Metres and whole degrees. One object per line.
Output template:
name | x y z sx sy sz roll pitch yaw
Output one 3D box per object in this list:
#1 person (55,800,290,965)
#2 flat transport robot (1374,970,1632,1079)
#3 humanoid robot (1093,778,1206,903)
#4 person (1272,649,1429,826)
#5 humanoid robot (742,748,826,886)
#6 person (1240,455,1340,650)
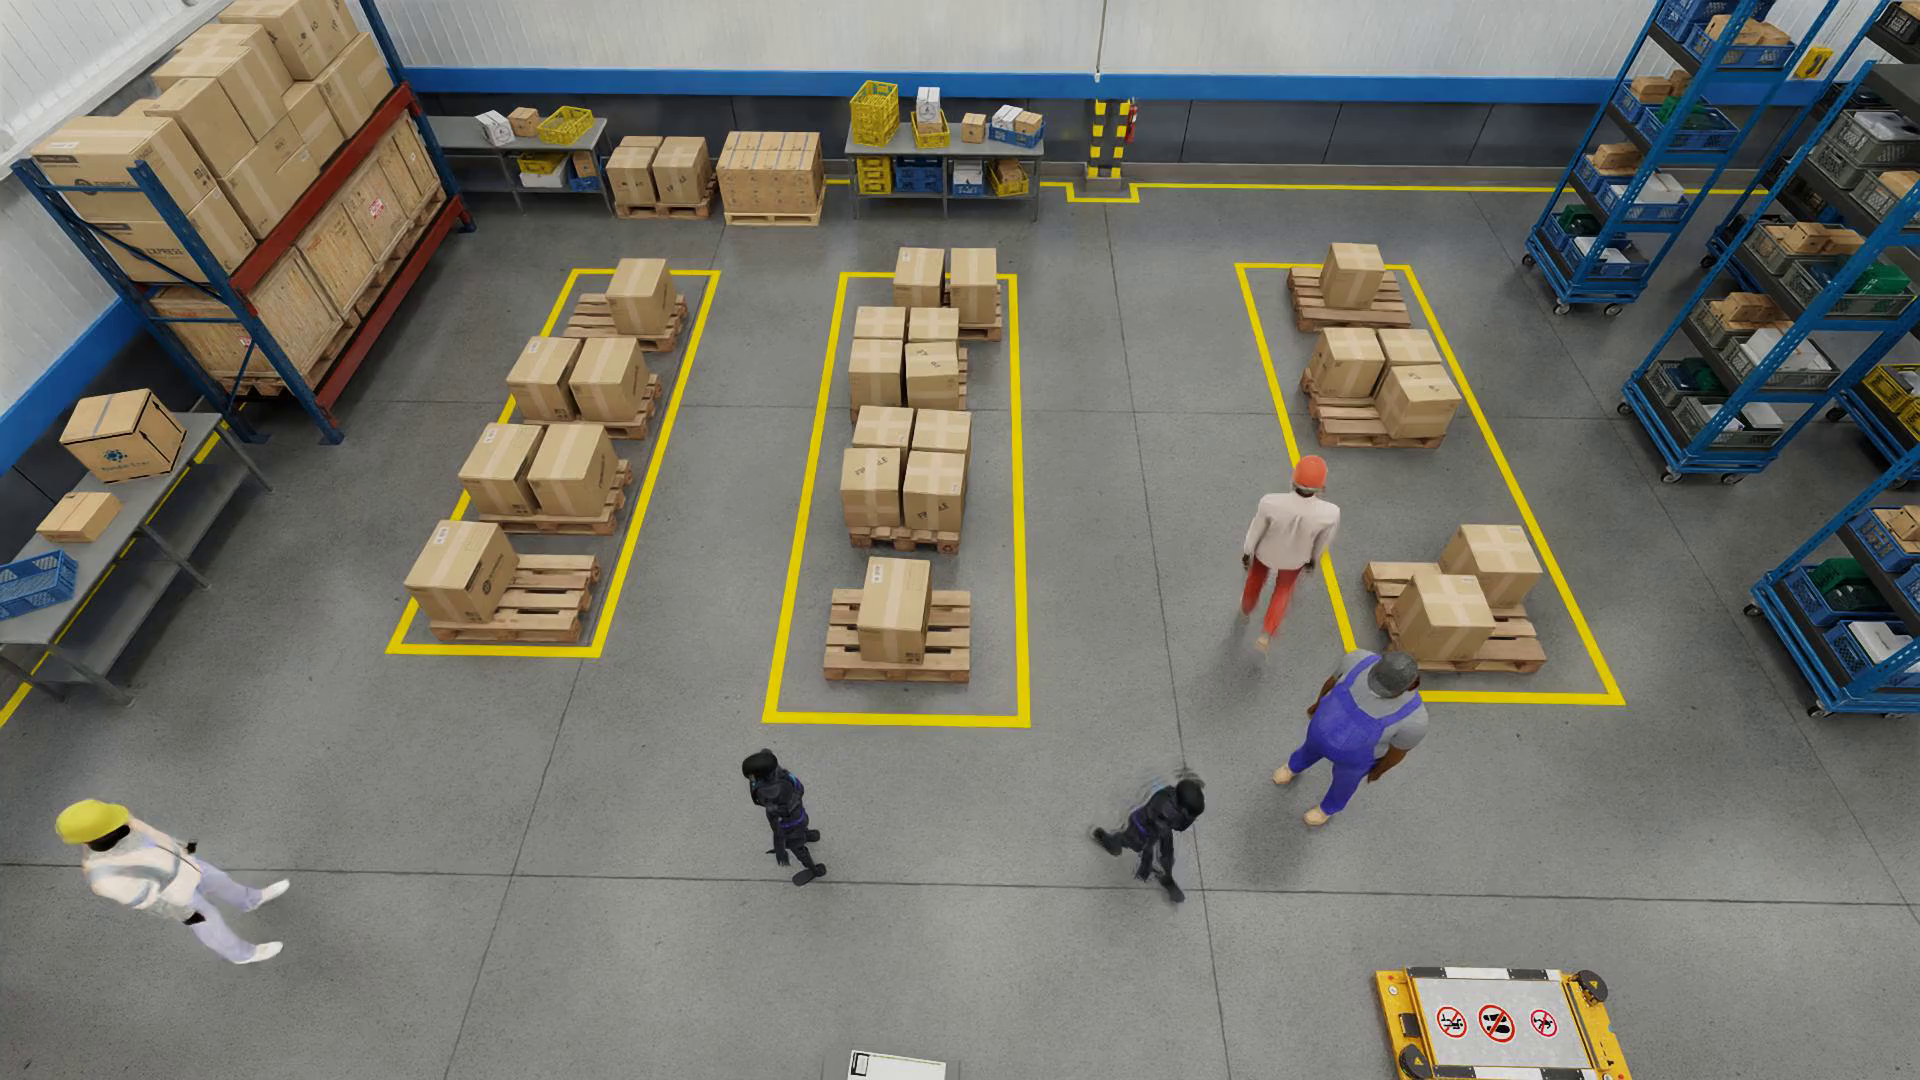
person | -4.882 2.106 5.708 0.384 1.921 0.596 -24 55 -19
flat transport robot | 3.501 3.133 5.914 1.431 0.197 0.652 1 51 1
humanoid robot | 1.302 1.871 6.082 0.625 1.621 0.788 -32 57 -23
person | 2.642 1.334 6.257 0.535 2.000 0.681 -21 54 -16
humanoid robot | -1.166 1.824 6.089 0.333 1.650 0.572 -11 52 -9
person | 2.544 0.134 7.270 0.612 1.978 0.662 15 52 12
